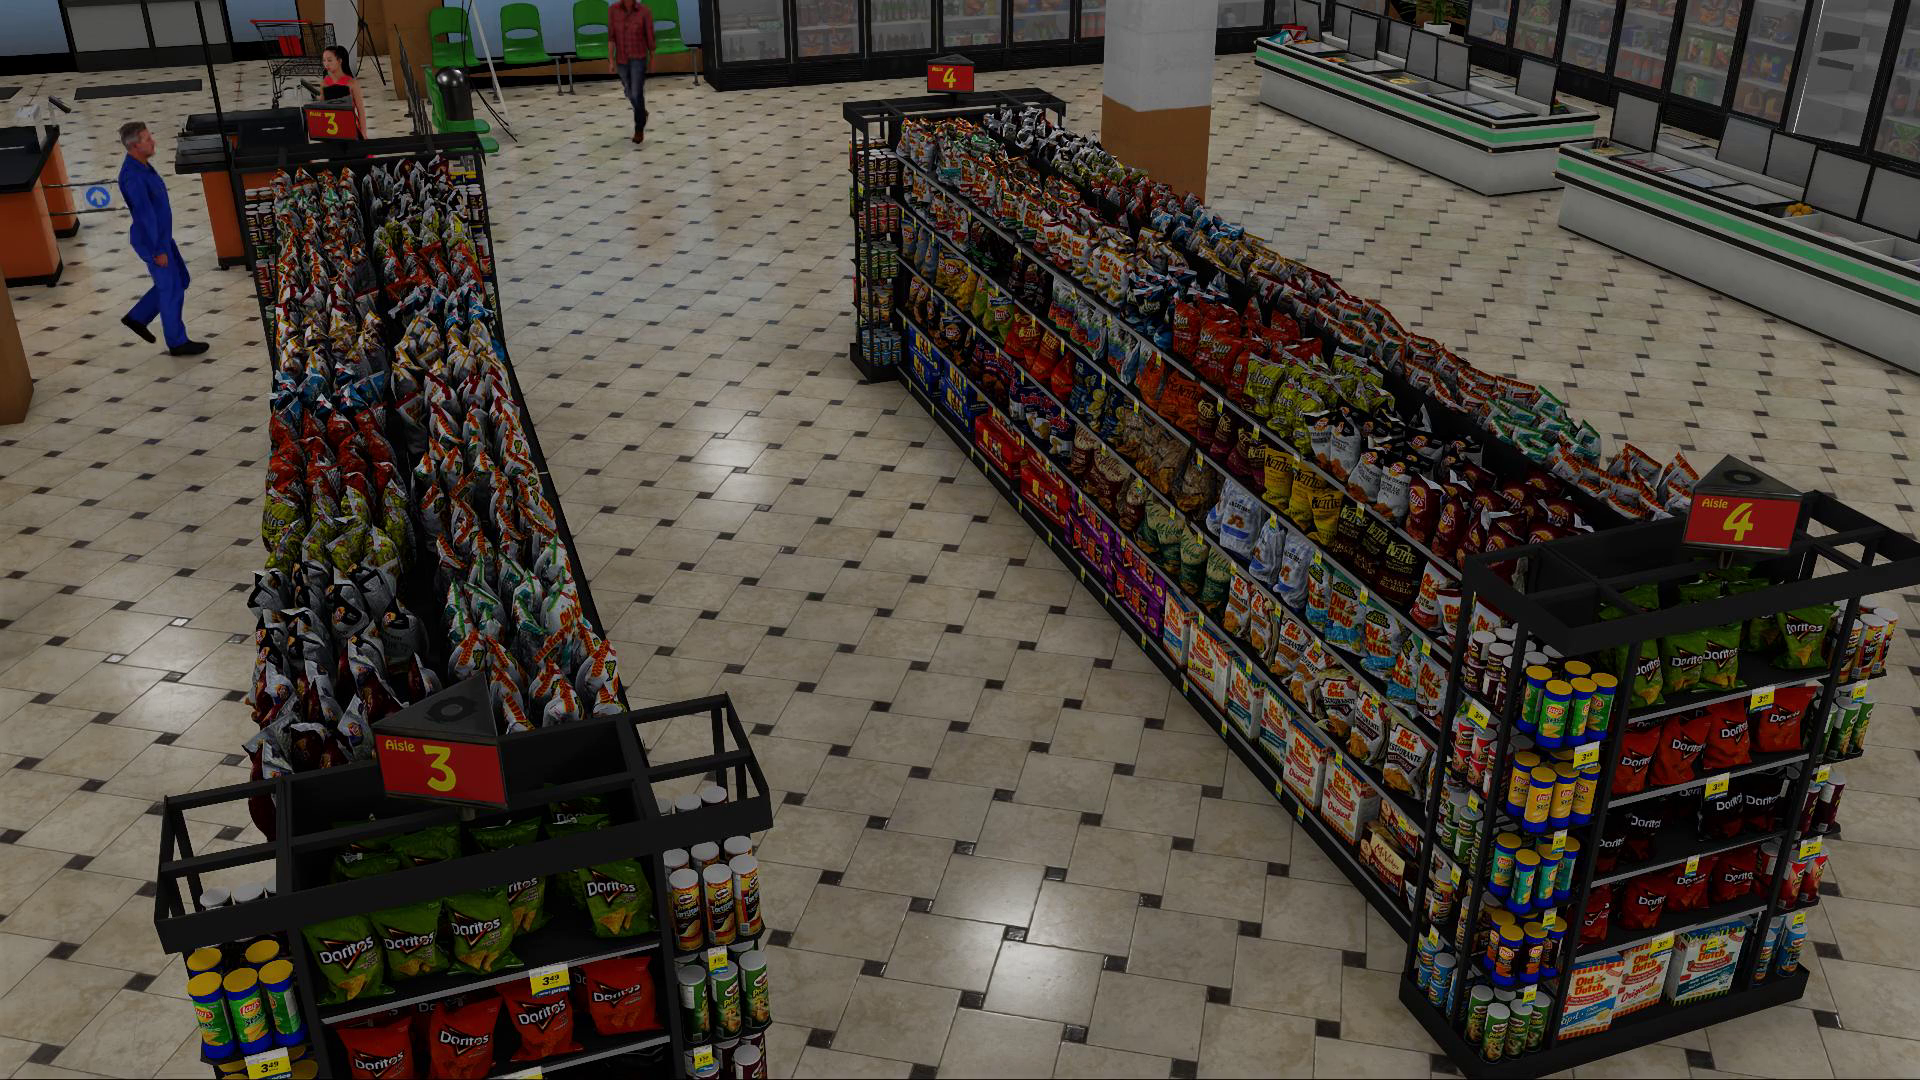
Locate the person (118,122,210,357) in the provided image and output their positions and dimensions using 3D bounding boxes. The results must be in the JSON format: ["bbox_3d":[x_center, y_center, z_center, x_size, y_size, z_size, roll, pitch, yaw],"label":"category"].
[{"bbox_3d":[-6.259,-2.272,12.730,0.810,1.812,0.770,-8,28,-16],"label":"person"}]

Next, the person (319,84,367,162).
[{"bbox_3d":[-5.390,-3.152,14.623,0.824,1.669,0.670,-18,32,-32],"label":"person"}]

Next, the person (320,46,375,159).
[{"bbox_3d":[-5.872,-3.861,15.960,0.712,1.725,0.729,4,27,8],"label":"person"}]

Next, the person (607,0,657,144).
[{"bbox_3d":[-3.776,-5.560,19.239,1.079,1.790,1.311,4,27,9],"label":"person"}]
